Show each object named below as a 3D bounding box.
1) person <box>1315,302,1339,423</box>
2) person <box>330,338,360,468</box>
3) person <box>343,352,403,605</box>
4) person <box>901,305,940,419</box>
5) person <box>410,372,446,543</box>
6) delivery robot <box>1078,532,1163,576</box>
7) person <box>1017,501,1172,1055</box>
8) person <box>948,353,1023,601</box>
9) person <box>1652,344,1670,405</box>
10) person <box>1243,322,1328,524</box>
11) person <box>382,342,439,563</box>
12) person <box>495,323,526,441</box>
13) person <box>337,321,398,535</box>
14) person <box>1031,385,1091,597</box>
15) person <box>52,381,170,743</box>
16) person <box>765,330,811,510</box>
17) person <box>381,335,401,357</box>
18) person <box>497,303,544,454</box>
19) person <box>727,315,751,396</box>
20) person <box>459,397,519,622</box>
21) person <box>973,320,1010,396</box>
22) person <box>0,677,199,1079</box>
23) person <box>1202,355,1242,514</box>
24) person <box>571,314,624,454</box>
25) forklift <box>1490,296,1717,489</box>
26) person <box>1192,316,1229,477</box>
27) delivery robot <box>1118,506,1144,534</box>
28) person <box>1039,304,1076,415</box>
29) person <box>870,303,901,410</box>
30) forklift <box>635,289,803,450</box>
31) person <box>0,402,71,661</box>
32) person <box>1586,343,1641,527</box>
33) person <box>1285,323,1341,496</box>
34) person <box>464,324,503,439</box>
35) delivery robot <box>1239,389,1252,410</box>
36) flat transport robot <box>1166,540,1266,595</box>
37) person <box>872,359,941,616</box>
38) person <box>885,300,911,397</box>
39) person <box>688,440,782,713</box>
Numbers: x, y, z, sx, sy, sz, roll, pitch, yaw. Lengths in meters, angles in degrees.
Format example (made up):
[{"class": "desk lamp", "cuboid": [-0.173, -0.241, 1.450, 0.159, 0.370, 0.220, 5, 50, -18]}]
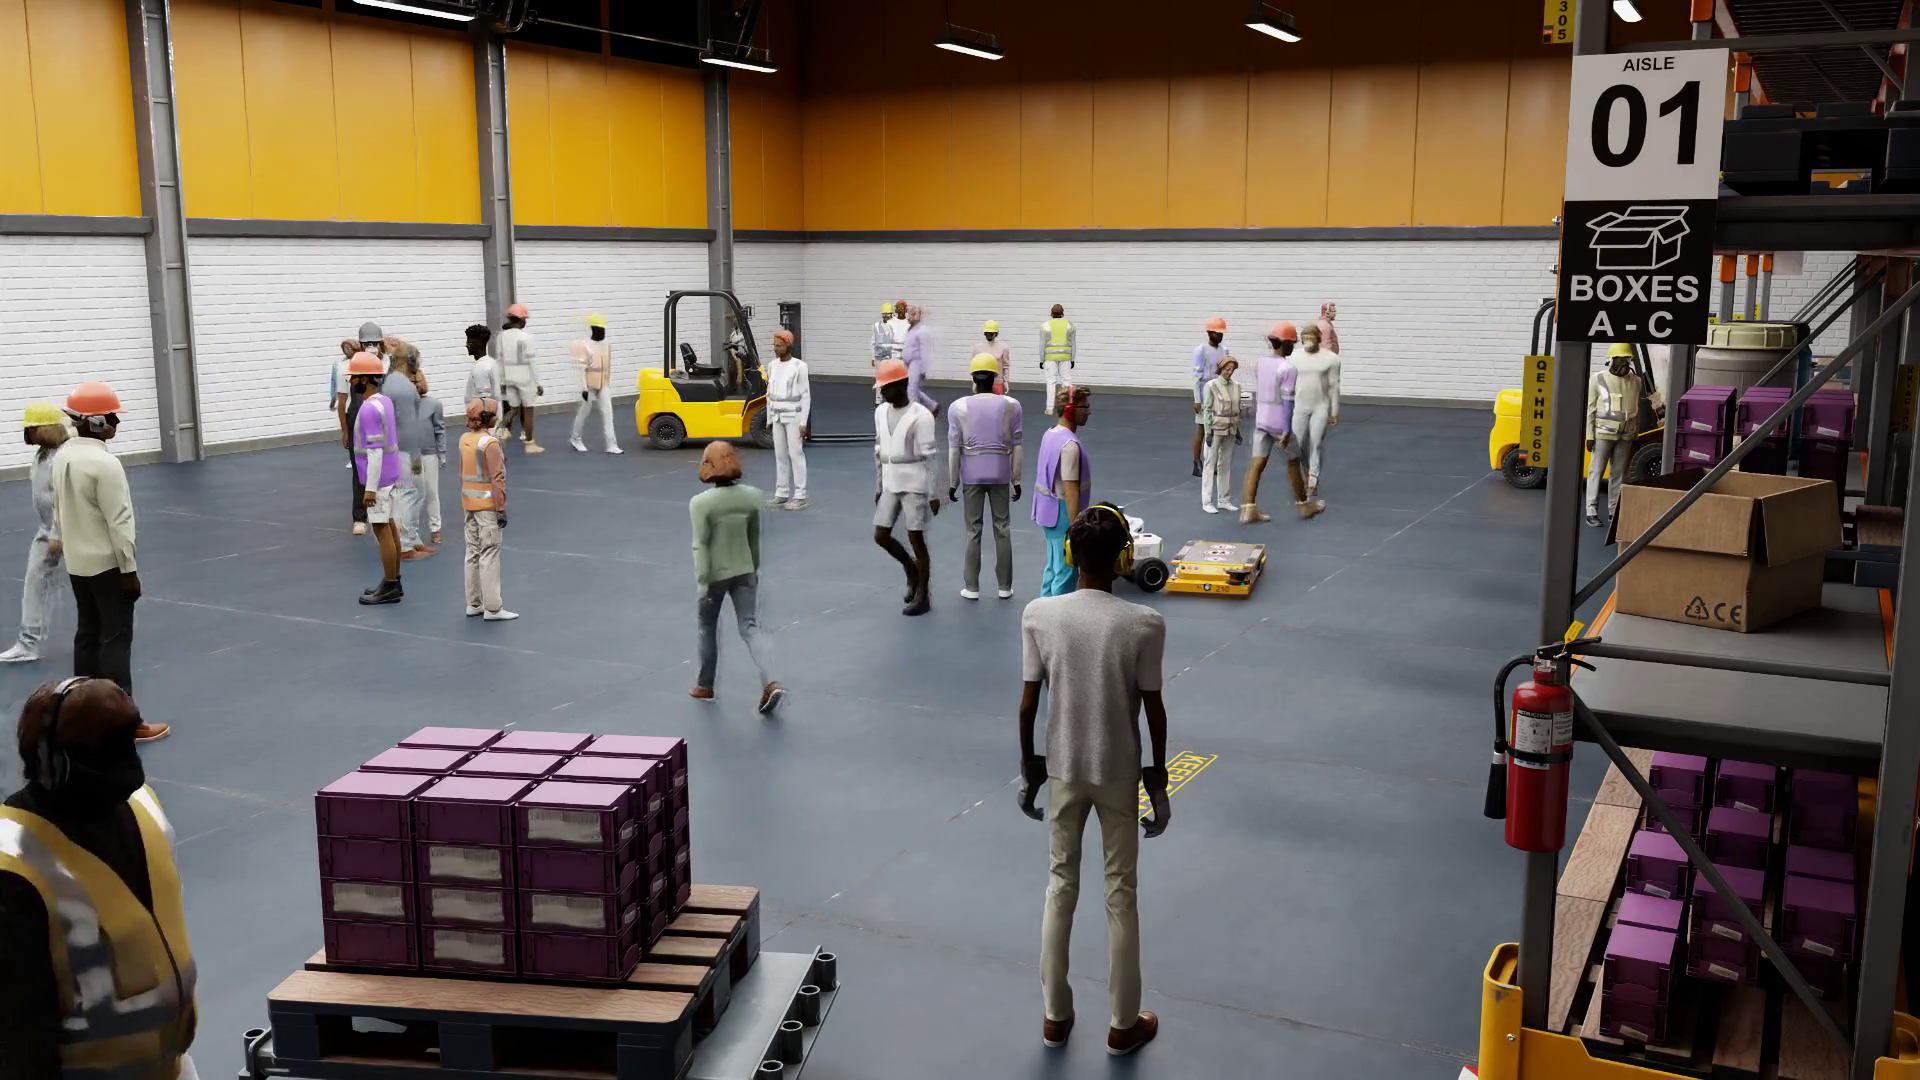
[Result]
[{"class": "person", "cuboid": [5.813, -2.816, 26.424, 0.399, 1.907, 0.644, 0, 10, 1]}, {"class": "person", "cuboid": [-7.662, -1.738, 20.991, 0.542, 1.619, 0.656, 3, 10, 15]}, {"class": "person", "cuboid": [-4.493, -0.472, 12.756, 0.372, 1.939, 0.544, -1, 10, -7]}, {"class": "person", "cuboid": [-0.643, -2.682, 25.692, 0.672, 1.888, 0.656, -3, 10, -18]}, {"class": "person", "cuboid": [-5.014, -0.775, 15.393, 0.507, 1.631, 0.266, -1, 10, -7]}, {"class": "delivery robot", "cuboid": [1.247, 0.079, 13.298, 0.707, 0.478, 0.477, -2, 10, -12]}, {"class": "person", "cuboid": [0.451, 0.802, 5.598, 0.536, 1.864, 0.314, 3, 10, 18]}, {"class": "person", "cuboid": [0.193, -0.483, 12.887, 0.585, 1.917, 0.381, -1, 10, -6]}, {"class": "person", "cuboid": [10.097, -2.232, 23.854, 0.305, 1.631, 0.514, -1, 10, -6]}, {"class": "person", "cuboid": [3.245, -1.161, 16.594, 1.016, 1.997, 0.615, -6, 12, -32]}, {"class": "person", "cuboid": [-4.863, -0.768, 14.591, 0.447, 1.901, 0.682, -5, 11, -26]}, {"class": "person", "cuboid": [-6.402, -2.258, 23.804, 0.539, 1.691, 0.318, 2, 10, 9]}, {"class": "person", "cuboid": [-5.588, -1.071, 15.933, 0.681, 2.000, 0.538, -4, 11, -21]}, {"class": "person", "cuboid": [0.661, -0.086, 10.794, 0.372, 1.843, 0.571, -2, 10, -11]}, {"class": "person", "cuboid": [-4.688, 0.130, 9.109, 0.615, 1.994, 0.381, 7, 12, 34]}, {"class": "person", "cuboid": [-1.817, -1.258, 17.466, 0.584, 1.883, 0.337, 8, 13, 40]}, {"class": "person", "cuboid": [-5.836, -1.151, 16.911, 0.790, 1.875, 0.399, 7, 12, 34]}, {"class": "person", "cuboid": [-5.861, -2.122, 22.051, 0.629, 2.032, 0.635, 6, 11, 30]}, {"class": "person", "cuboid": [-3.203, -2.478, 24.759, 0.948, 1.795, 0.532, -4, 11, -24]}, {"class": "person", "cuboid": [-3.486, -0.225, 12.198, 0.311, 1.638, 0.523, -10, 14, -44]}, {"class": "person", "cuboid": [0.430, -2.171, 23.103, 0.526, 1.765, 0.330, -1, 10, -3]}, {"class": "person", "cuboid": [-1.851, 1.179, 3.640, 0.968, 1.789, 0.658, 1, 10, 6]}, {"class": "person", "cuboid": [2.719, -1.099, 17.257, 0.513, 1.639, 0.313, -7, 12, -34]}, {"class": "person", "cuboid": [-4.934, -2.107, 22.402, 0.993, 1.881, 0.598, 8, 12, 38]}, {"class": "forklift", "cuboid": [7.296, -1.677, 18.993, 2.313, 2.155, 1.214, 5, 11, 27]}, {"class": "person", "cuboid": [3.043, -1.718, 19.985, 0.552, 1.932, 0.377, -7, 12, -37]}, {"class": "delivery robot", "cuboid": [1.328, -0.042, 13.999, 0.477, 0.478, 0.707, 3, 10, 16]}, {"class": "person", "cuboid": [1.620, -3.002, 27.688, 0.620, 1.845, 0.430, -1, 10, -4]}, {"class": "person", "cuboid": [-1.242, -3.135, 28.478, 0.589, 1.834, 0.403, 0, 10, 3]}, {"class": "forklift", "cuboid": [-3.358, -2.392, 23.136, 2.313, 2.155, 1.214, -1, 10, -5]}, {"class": "person", "cuboid": [-5.987, -0.038, 10.910, 0.503, 1.710, 0.839, 6, 12, 32]}, {"class": "person", "cuboid": [6.434, -1.045, 16.368, 0.588, 1.837, 0.403, -2, 10, -11]}, {"class": "person", "cuboid": [3.934, -1.466, 18.598, 0.646, 1.919, 0.616, 3, 10, 18]}, {"class": "person", "cuboid": [-4.890, -1.230, 17.065, 0.368, 1.966, 0.602, -1, 10, -6]}, {"class": "delivery robot", "cuboid": [4.488, -2.335, 27.275, 0.477, 0.478, 0.707, -4, 11, -22]}, {"class": "flat transport robot", "cuboid": [2.118, 0.210, 13.631, 0.652, 0.197, 1.431, 3, 10, 15]}, {"class": "person", "cuboid": [-0.404, -0.389, 12.346, 0.649, 1.912, 0.472, 8, 12, 38]}, {"class": "person", "cuboid": [-1.004, -3.142, 28.377, 0.572, 1.883, 0.353, 0, 10, -2]}, {"class": "person", "cuboid": [-1.339, 0.214, 9.775, 0.502, 1.608, 0.804, -8, 13, -38]}]
